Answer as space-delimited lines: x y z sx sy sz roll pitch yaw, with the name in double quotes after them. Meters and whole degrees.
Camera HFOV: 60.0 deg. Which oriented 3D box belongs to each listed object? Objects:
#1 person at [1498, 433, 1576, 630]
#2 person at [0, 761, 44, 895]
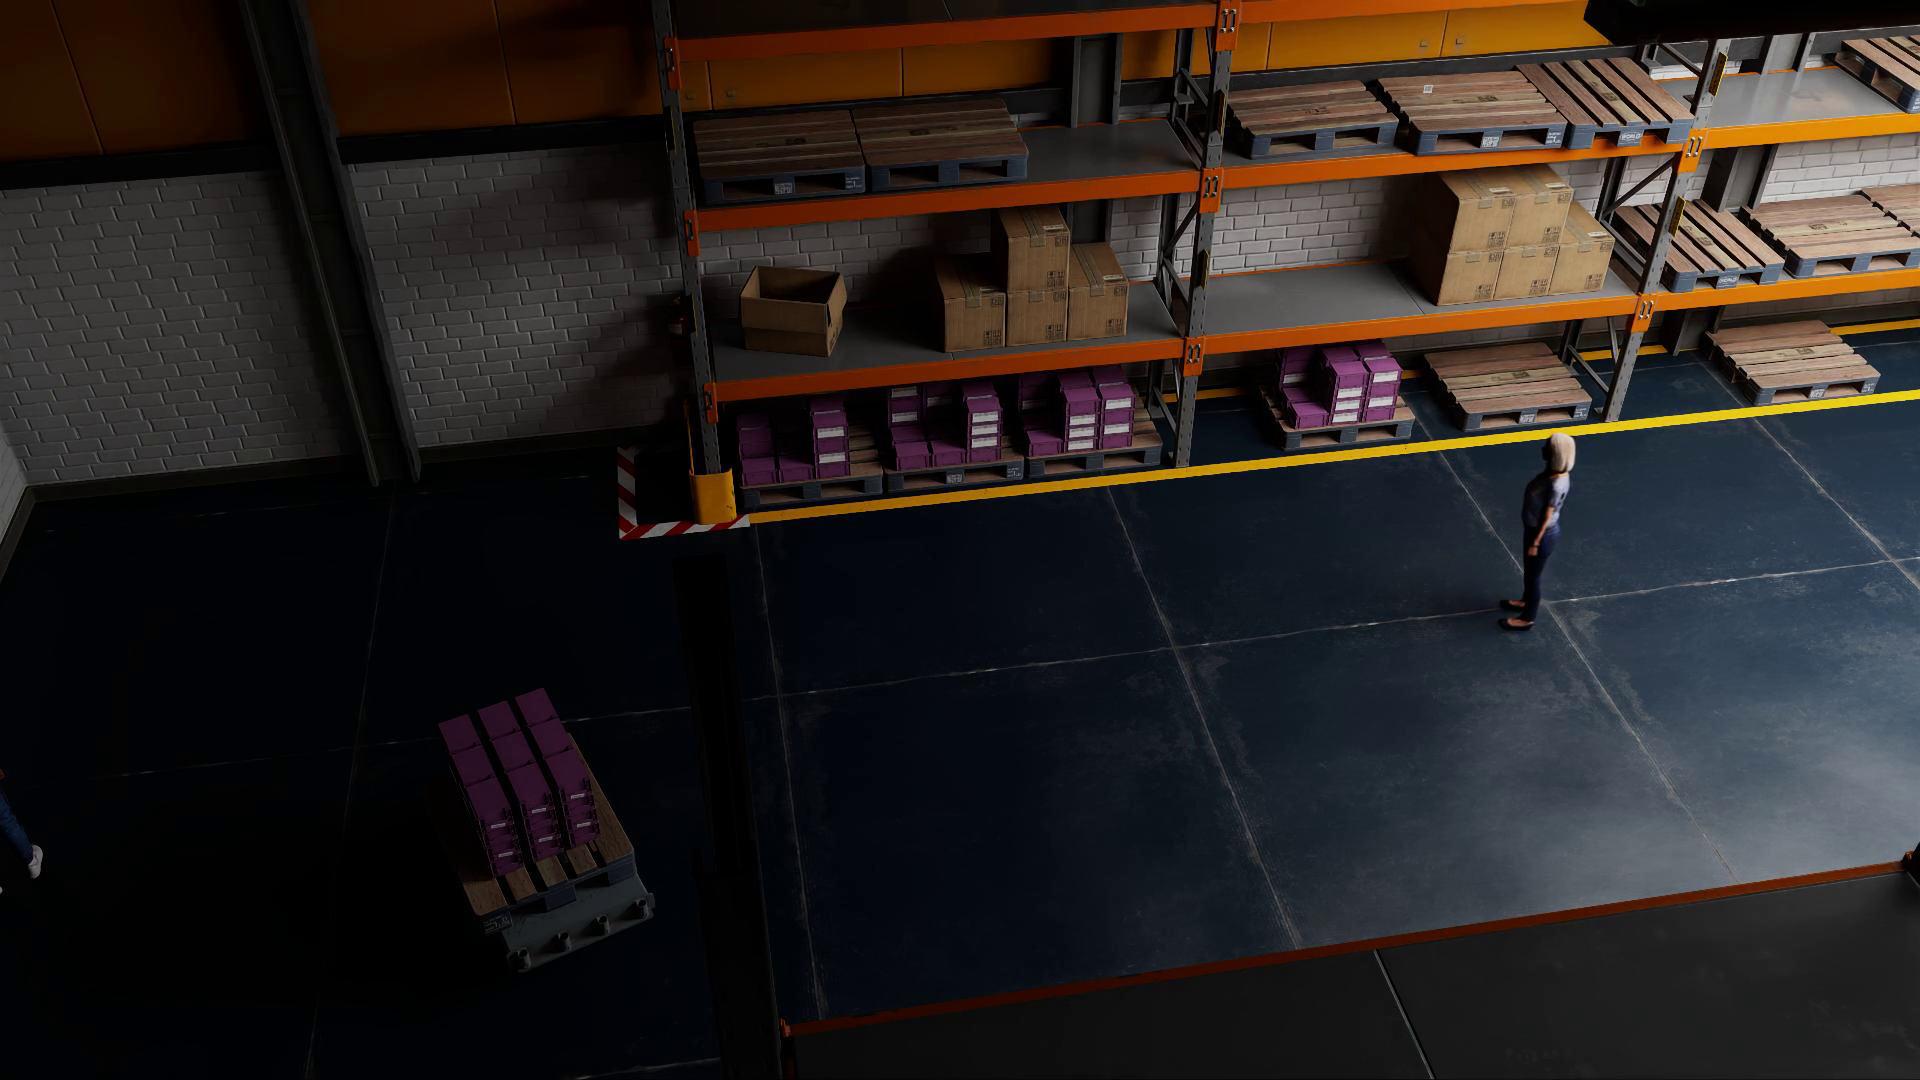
4.323 -0.069 12.337 0.632 1.722 0.627 8 39 10 "person"
-6.199 1.500 10.301 0.683 1.811 0.819 -25 45 -28 "person"
